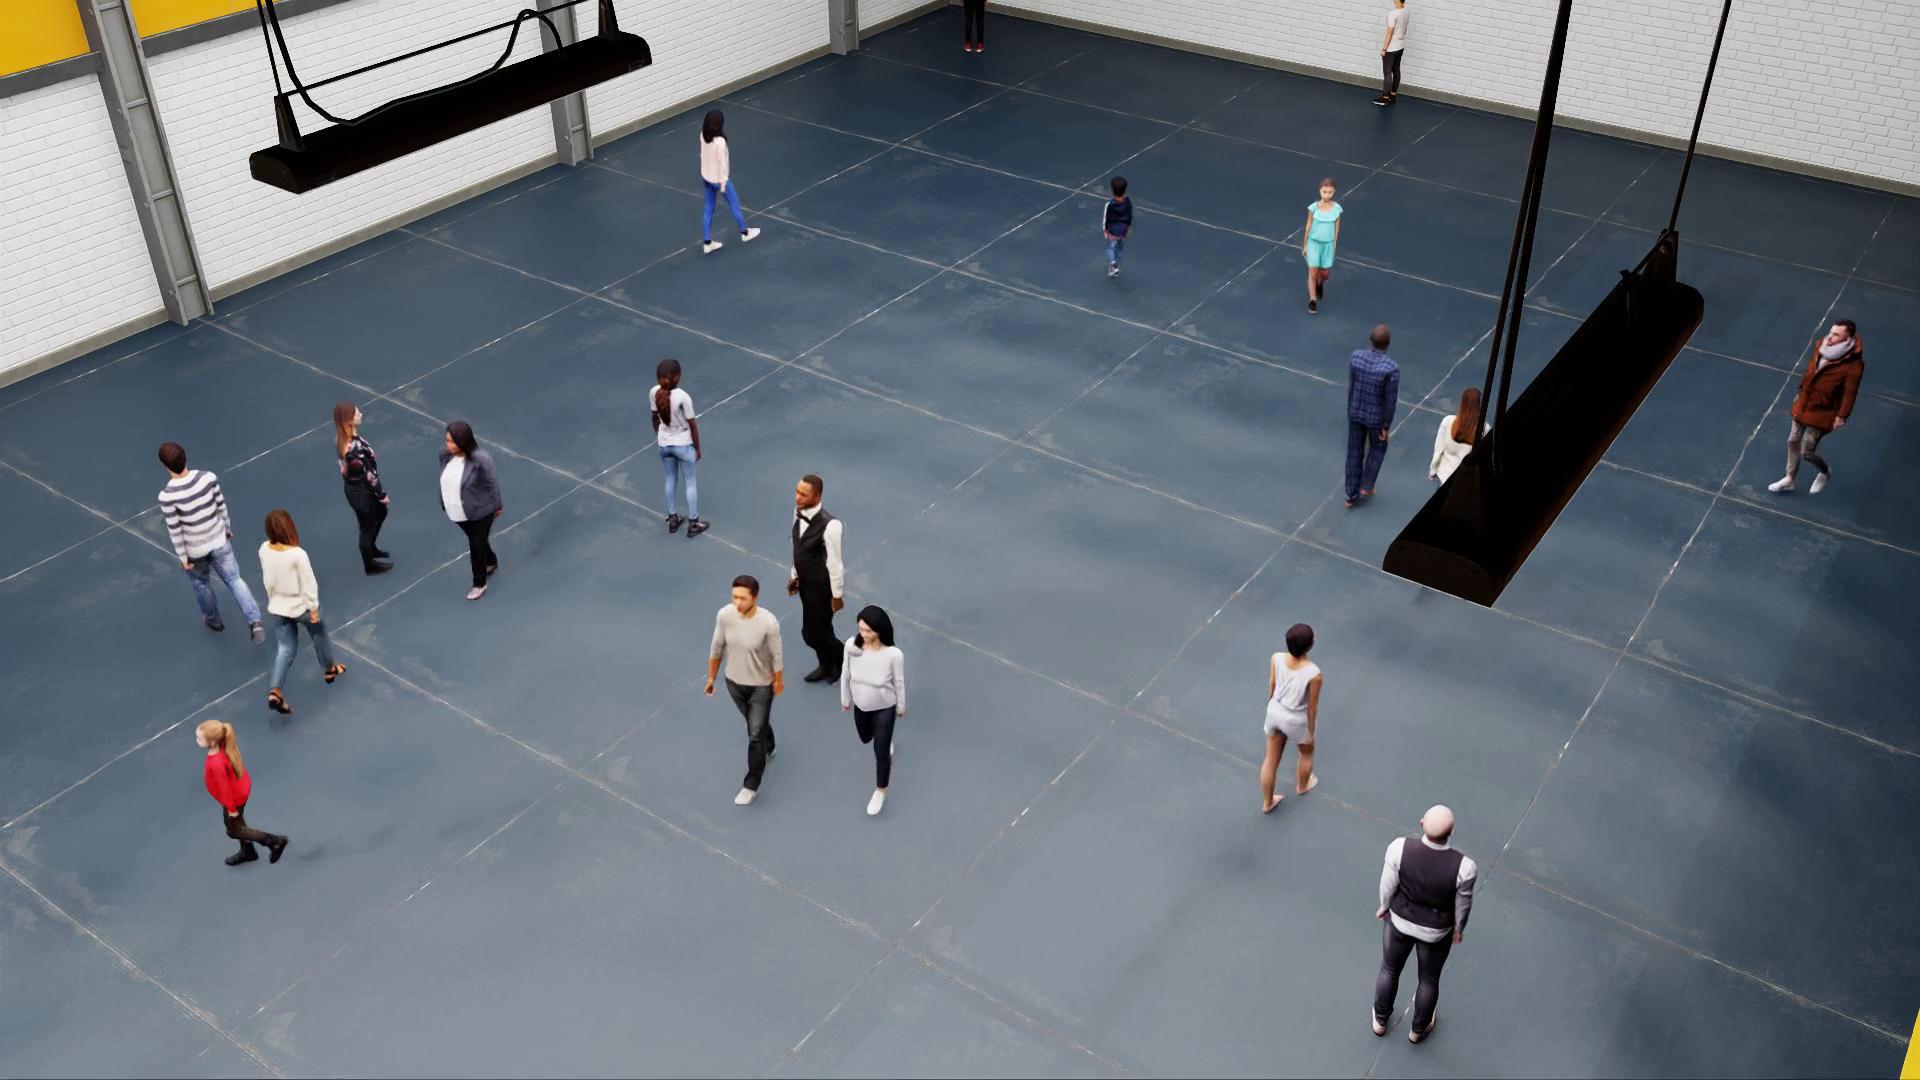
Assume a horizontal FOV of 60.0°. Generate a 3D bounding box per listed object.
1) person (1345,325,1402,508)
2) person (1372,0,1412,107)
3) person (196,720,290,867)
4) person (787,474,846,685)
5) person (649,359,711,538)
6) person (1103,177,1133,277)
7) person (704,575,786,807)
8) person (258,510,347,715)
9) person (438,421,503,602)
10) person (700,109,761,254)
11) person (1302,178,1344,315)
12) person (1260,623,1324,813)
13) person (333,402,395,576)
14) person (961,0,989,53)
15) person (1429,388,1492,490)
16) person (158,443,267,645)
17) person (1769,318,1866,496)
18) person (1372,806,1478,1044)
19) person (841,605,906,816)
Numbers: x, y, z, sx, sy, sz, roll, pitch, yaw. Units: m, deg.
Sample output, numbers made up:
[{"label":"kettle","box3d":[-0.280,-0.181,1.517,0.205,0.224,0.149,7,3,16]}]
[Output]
[{"label":"person","box3d":[3.671,-1.093,15.127,0.673,1.806,0.678,20,38,27]},{"label":"person","box3d":[6.409,-7.301,24.540,0.537,1.722,0.722,-28,43,-35]},{"label":"person","box3d":[-4.918,1.728,11.362,0.781,1.274,0.699,-10,35,-14]},{"label":"person","box3d":[-1.027,0.286,12.960,0.828,1.907,0.804,-21,39,-29]},{"label":"person","box3d":[-2.523,-0.833,14.812,0.629,1.720,0.580,13,36,19]},{"label":"person","box3d":[1.856,-3.639,19.490,0.657,1.215,0.717,-7,34,-11]},{"label":"person","box3d":[-1.490,0.962,12.054,0.781,1.784,1.037,13,36,19]},{"label":"person","box3d":[-5.159,0.584,12.750,0.848,1.643,1.121,10,35,14]},{"label":"person","box3d":[-4.120,-0.328,14.185,0.769,1.573,0.885,14,36,20]},{"label":"person","box3d":[-3.005,-4.285,19.988,0.752,1.739,1.044,28,43,36]},{"label":"person","box3d":[4.057,-3.345,18.748,0.707,1.548,0.812,5,34,7]},{"label":"person","box3d":[2.285,1.300,11.719,0.604,1.592,0.772,24,40,31]},{"label":"person","box3d":[-5.192,-0.400,14.201,0.679,1.676,0.660,-18,37,-24]},{"label":"person","box3d":[0.230,-8.707,26.700,0.671,1.674,0.674,3,34,4]},{"label":"person","box3d":[4.277,-0.505,14.354,0.667,1.681,0.605,16,37,22]},{"label":"person","box3d":[-6.016,0.066,13.365,1.057,1.825,0.860,-28,42,-35]},{"label":"person","box3d":[7.953,-1.220,15.298,0.983,1.826,0.919,-9,35,-14]},{"label":"person","box3d":[2.759,2.306,9.997,0.739,1.823,0.670,13,36,19]},{"label":"person","box3d":[-0.579,1.118,11.910,0.780,1.684,1.031,10,35,14]}]
